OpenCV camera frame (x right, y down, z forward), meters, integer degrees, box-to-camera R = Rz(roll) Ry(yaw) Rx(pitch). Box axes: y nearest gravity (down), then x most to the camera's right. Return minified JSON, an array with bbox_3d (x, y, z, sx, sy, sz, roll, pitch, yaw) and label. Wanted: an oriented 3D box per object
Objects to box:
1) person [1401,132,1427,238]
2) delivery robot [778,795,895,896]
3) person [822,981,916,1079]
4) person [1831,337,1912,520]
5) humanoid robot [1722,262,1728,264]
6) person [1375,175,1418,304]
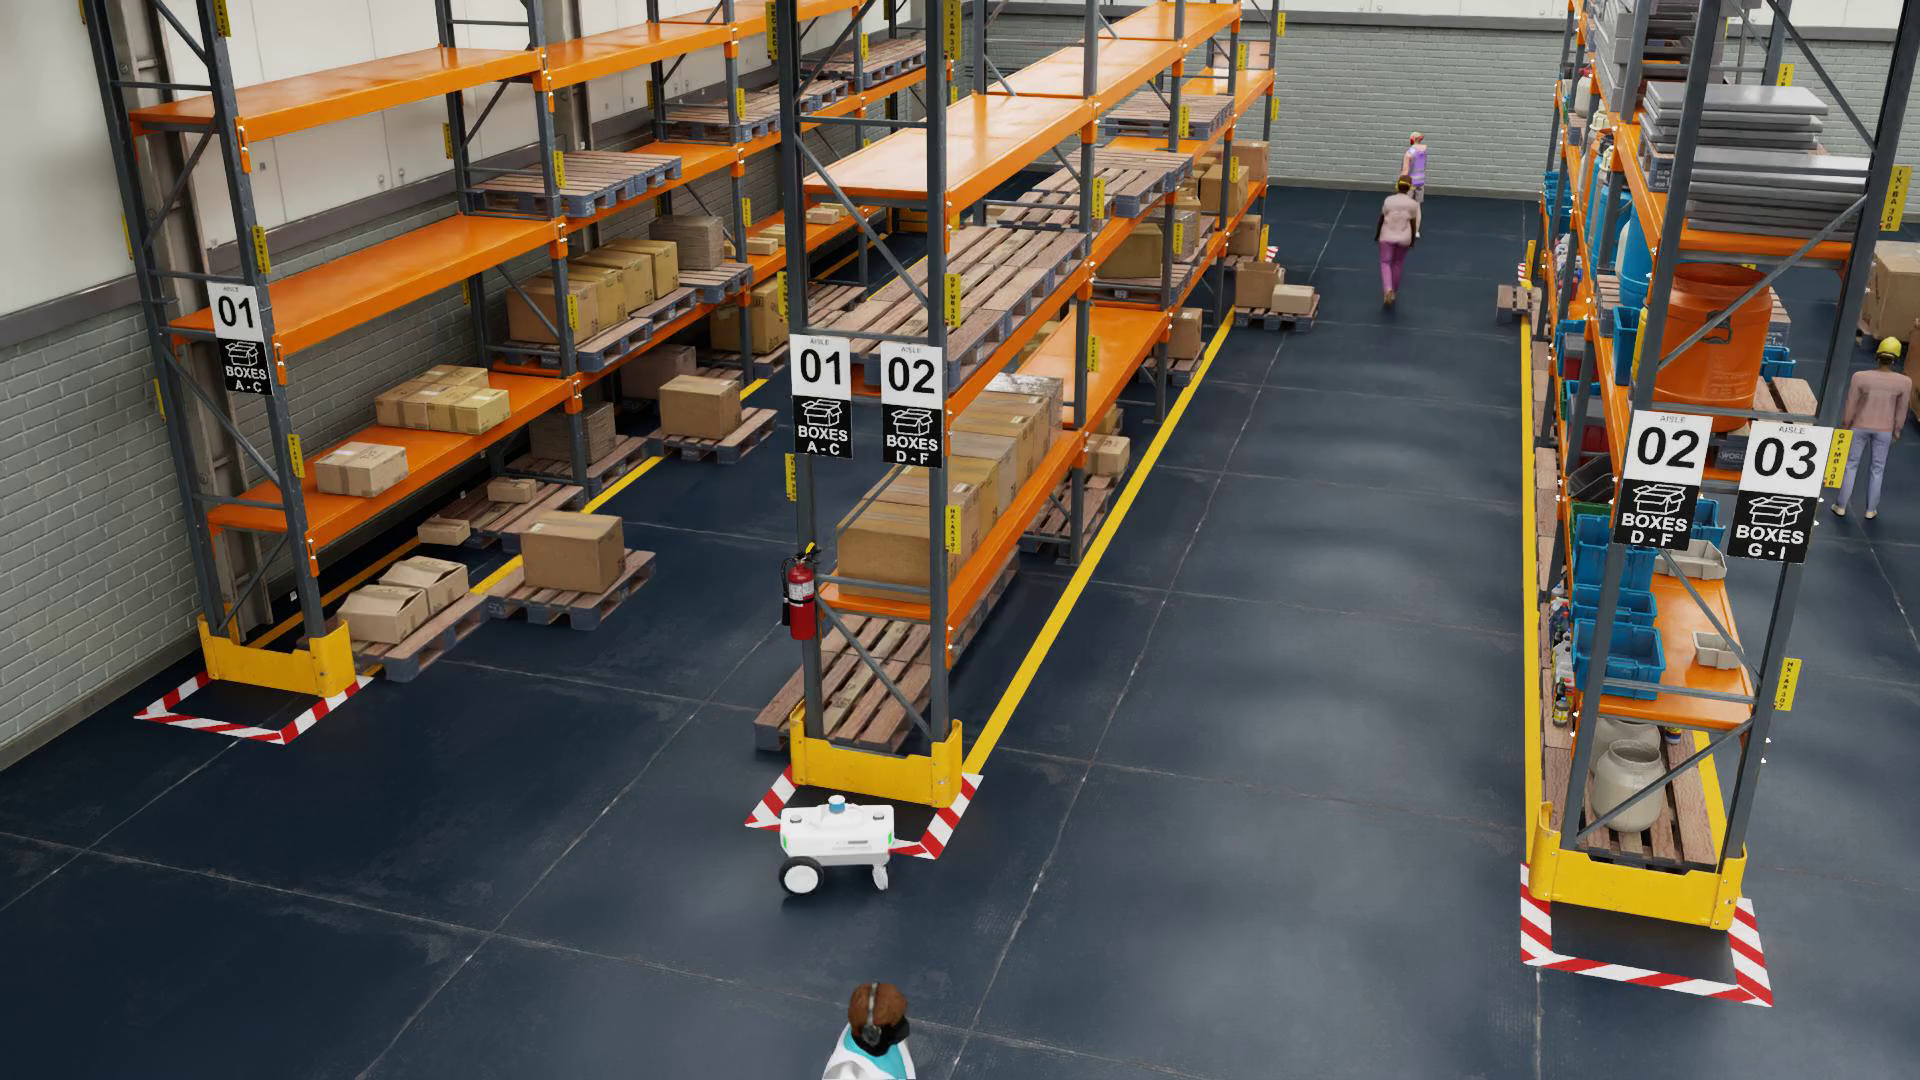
[{"bbox_3d":[7.182,-5.622,26.420,0.489,1.688,0.352,-14,27,-29],"label":"person"},{"bbox_3d":[-0.786,1.878,10.439,0.752,0.581,0.504,-2,23,-4],"label":"delivery robot"},{"bbox_3d":[-0.283,2.657,7.052,0.821,1.817,0.620,7,24,15],"label":"person"},{"bbox_3d":[8.620,-1.059,15.737,0.532,1.766,0.324,9,25,20],"label":"person"},{"bbox_3d":[11.510,-4.813,24.581,0.592,1.636,0.641,-19,30,-38],"label":"humanoid robot"},{"bbox_3d":[5.971,-4.103,22.784,0.522,1.770,0.779,3,23,6],"label":"person"}]
